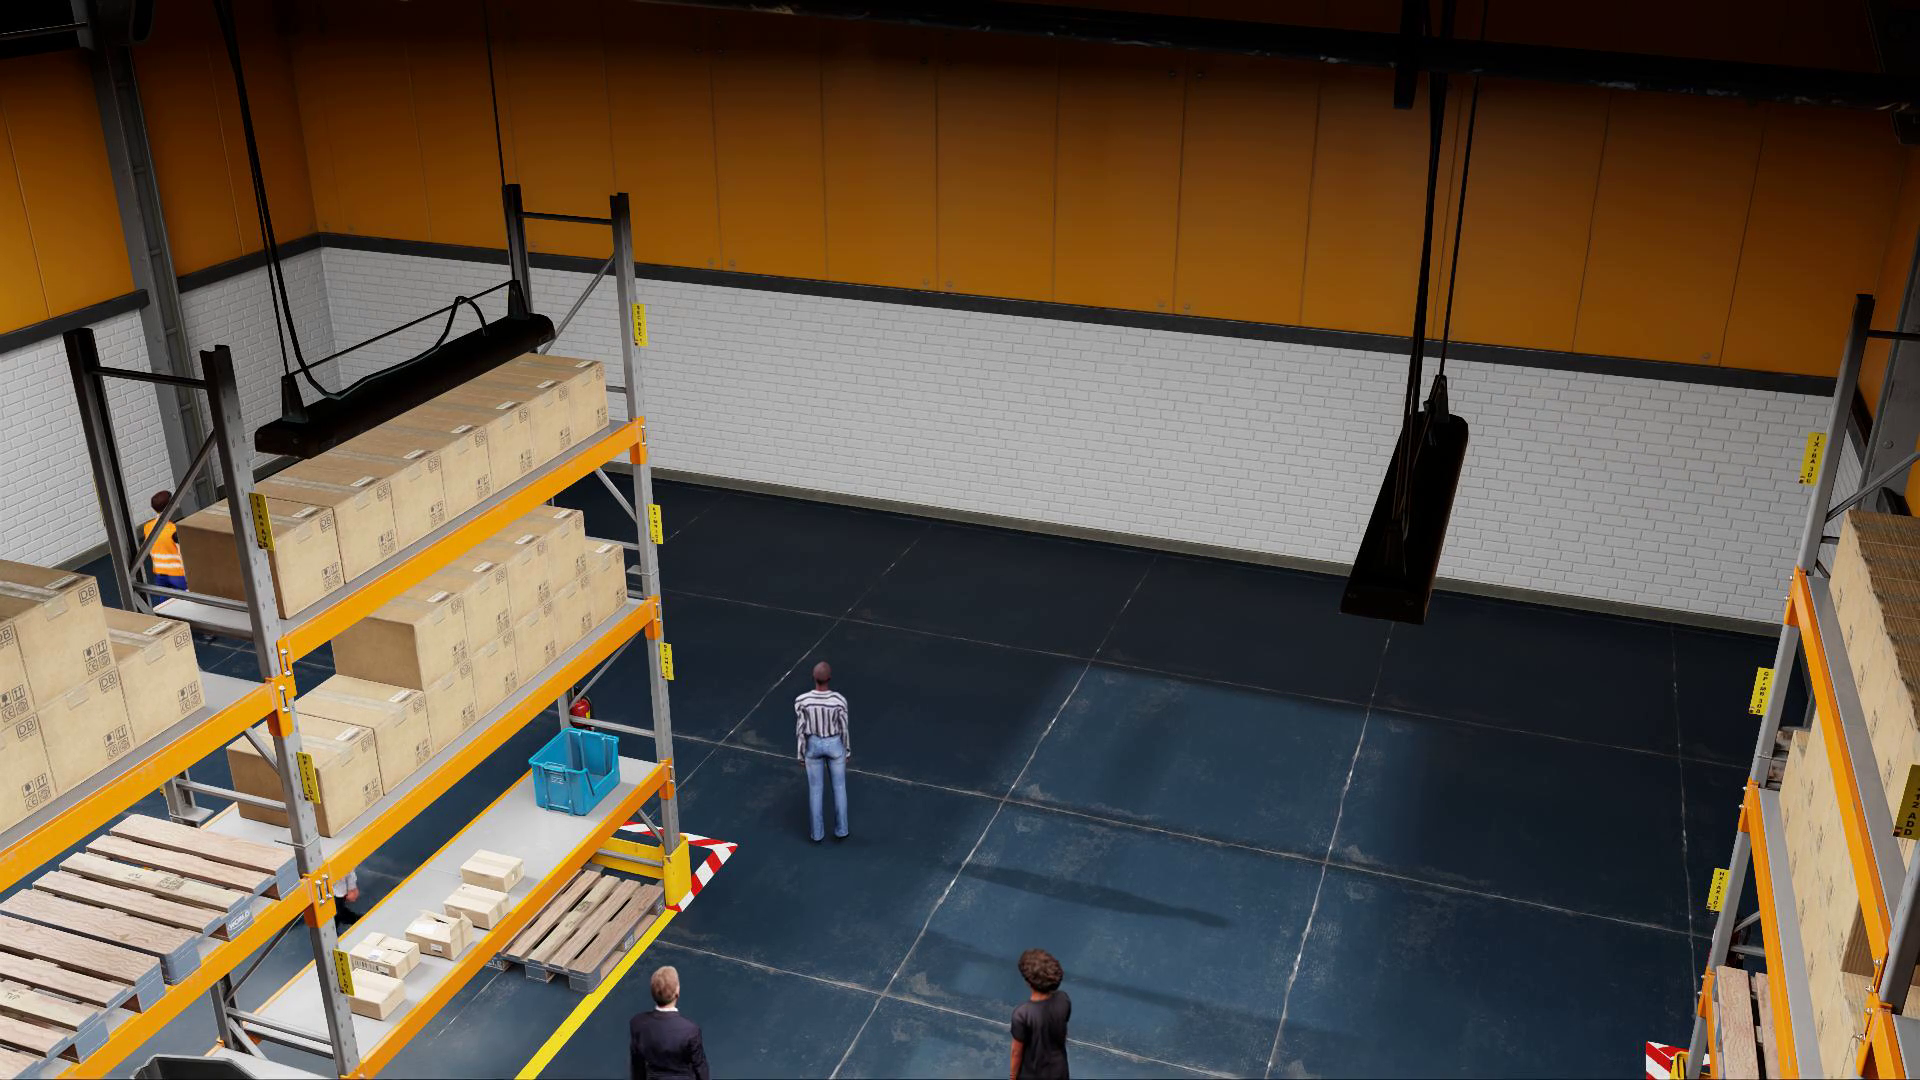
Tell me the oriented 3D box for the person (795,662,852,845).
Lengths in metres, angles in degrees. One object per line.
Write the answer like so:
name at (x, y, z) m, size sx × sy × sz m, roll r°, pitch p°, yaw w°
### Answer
person at (-1.189, 1.887, 14.688) m, size 0.687 × 1.796 × 0.658 m, roll -1°, pitch 24°, yaw -2°

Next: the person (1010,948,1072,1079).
person at (0.534, 3.493, 11.033) m, size 0.677 × 1.779 × 0.767 m, roll -17°, pitch 29°, yaw -33°

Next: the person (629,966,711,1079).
person at (-1.894, 3.601, 10.763) m, size 0.703 × 1.799 × 0.840 m, roll 6°, pitch 24°, yaw 14°

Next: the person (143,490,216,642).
person at (-8.550, 0.416, 17.965) m, size 0.783 × 1.865 × 1.022 m, roll 5°, pitch 24°, yaw 11°
